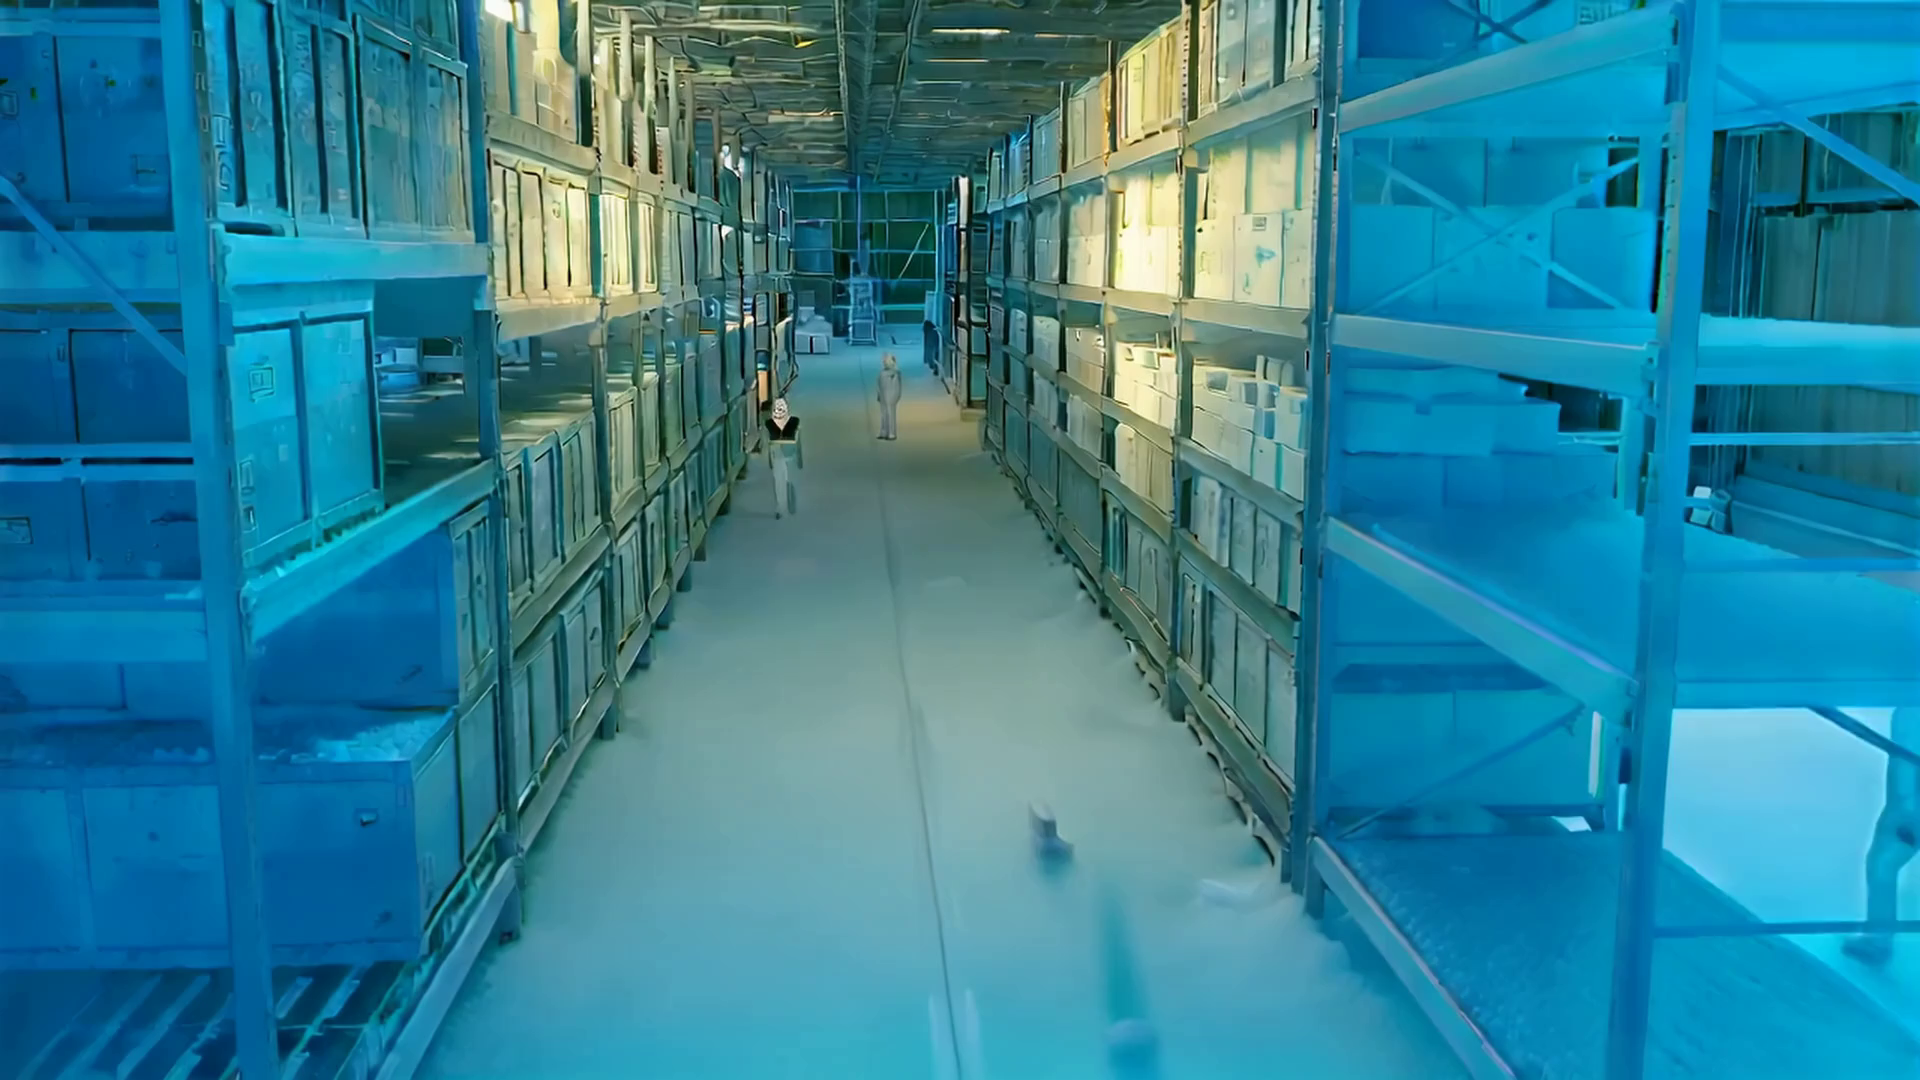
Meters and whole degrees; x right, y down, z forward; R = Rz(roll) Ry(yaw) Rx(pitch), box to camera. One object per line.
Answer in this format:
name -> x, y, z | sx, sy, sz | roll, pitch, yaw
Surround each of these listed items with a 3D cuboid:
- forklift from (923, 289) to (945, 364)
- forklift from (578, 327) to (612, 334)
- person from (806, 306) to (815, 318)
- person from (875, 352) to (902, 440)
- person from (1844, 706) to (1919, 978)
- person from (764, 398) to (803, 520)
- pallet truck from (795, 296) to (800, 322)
forklift -> -0.807, -8.115, 62.942 | 1.129, 2.768, 1.873 | -1, 10, -3
forklift -> -9.185, -4.637, 42.165 | 1.129, 2.768, 1.873 | -1, 10, -4
person -> -6.502, -9.283, 72.773 | 0.543, 1.928, 0.397 | 8, 13, 41
person -> -1.559, -3.104, 35.935 | 0.639, 1.902, 0.407 | 8, 12, 40
person -> 5.162, 1.427, 8.929 | 0.650, 1.882, 0.747 | 0, 10, -2
person -> -2.646, -1.243, 25.037 | 0.590, 1.826, 0.645 | 0, 10, 1
pallet truck -> -8.622, -12.439, 91.403 | 1.885, 1.965, 0.823 | 2, 10, 13
